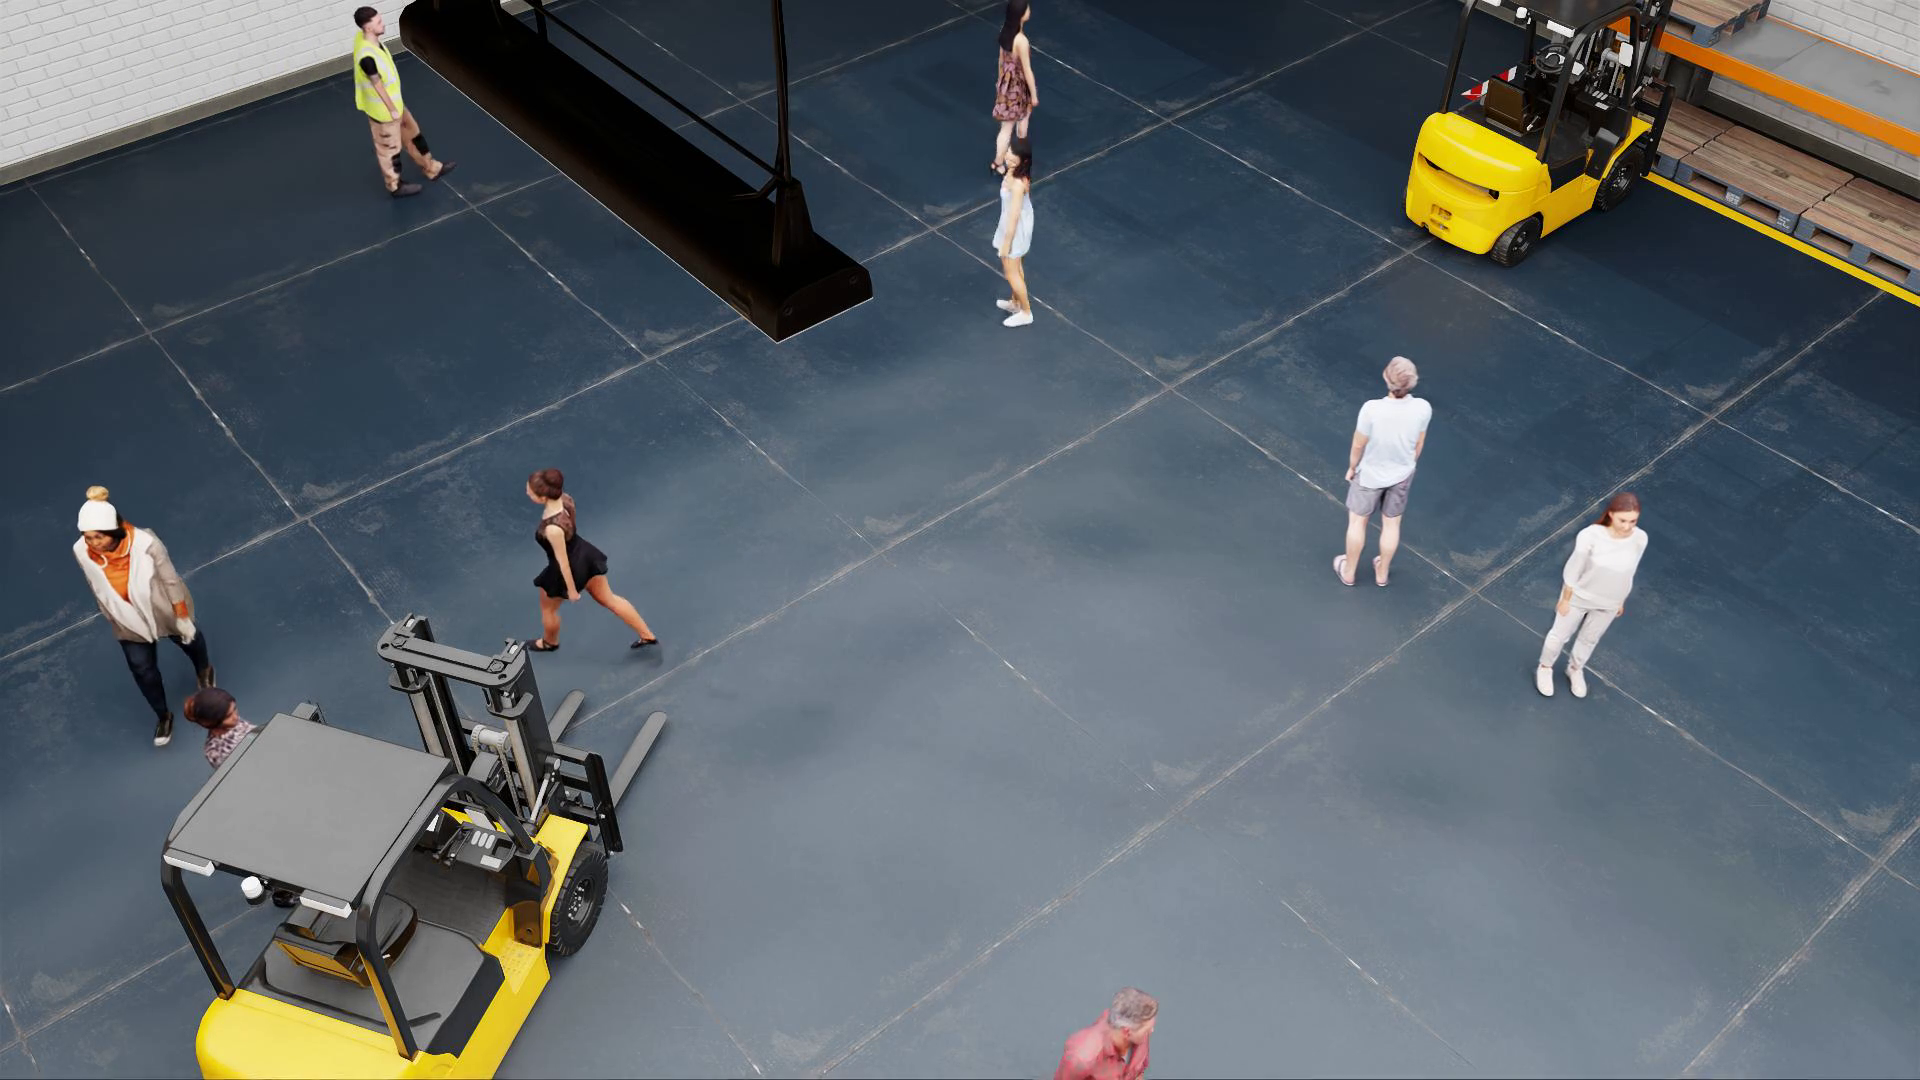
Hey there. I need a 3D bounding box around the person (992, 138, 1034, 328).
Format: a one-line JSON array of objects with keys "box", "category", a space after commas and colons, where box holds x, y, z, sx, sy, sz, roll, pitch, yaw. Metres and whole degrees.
[{"box": [0.440, -2.530, 13.466, 0.779, 1.717, 0.727, 16, 46, 16], "category": "person"}]

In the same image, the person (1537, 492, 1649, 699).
[{"box": [3.992, 0.332, 10.482, 0.680, 1.688, 0.719, -1, 44, -1], "category": "person"}]

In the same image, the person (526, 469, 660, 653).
[{"box": [-2.405, 0.194, 10.669, 1.167, 1.631, 1.104, 5, 44, 5], "category": "person"}]

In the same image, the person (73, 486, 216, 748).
[{"box": [-5.041, 0.317, 10.367, 0.917, 1.868, 1.048, -12, 45, -12], "category": "person"}]

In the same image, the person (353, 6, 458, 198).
[{"box": [-5.180, -3.876, 14.799, 1.015, 1.826, 1.037, -11, 45, -12], "category": "person"}]

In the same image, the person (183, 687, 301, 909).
[{"box": [-3.962, 1.437, 9.302, 0.724, 1.716, 0.631, -5, 44, -6], "category": "person"}]

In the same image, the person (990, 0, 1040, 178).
[{"box": [0.407, -4.041, 15.024, 0.801, 1.756, 0.746, -18, 46, -18], "category": "person"}]

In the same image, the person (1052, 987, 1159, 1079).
[{"box": [0.589, 2.625, 8.001, 0.773, 1.791, 0.943, -19, 47, -19], "category": "person"}]

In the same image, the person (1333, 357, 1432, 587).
[{"box": [2.848, -0.430, 11.183, 0.719, 1.824, 0.766, 1, 44, 1], "category": "person"}]
